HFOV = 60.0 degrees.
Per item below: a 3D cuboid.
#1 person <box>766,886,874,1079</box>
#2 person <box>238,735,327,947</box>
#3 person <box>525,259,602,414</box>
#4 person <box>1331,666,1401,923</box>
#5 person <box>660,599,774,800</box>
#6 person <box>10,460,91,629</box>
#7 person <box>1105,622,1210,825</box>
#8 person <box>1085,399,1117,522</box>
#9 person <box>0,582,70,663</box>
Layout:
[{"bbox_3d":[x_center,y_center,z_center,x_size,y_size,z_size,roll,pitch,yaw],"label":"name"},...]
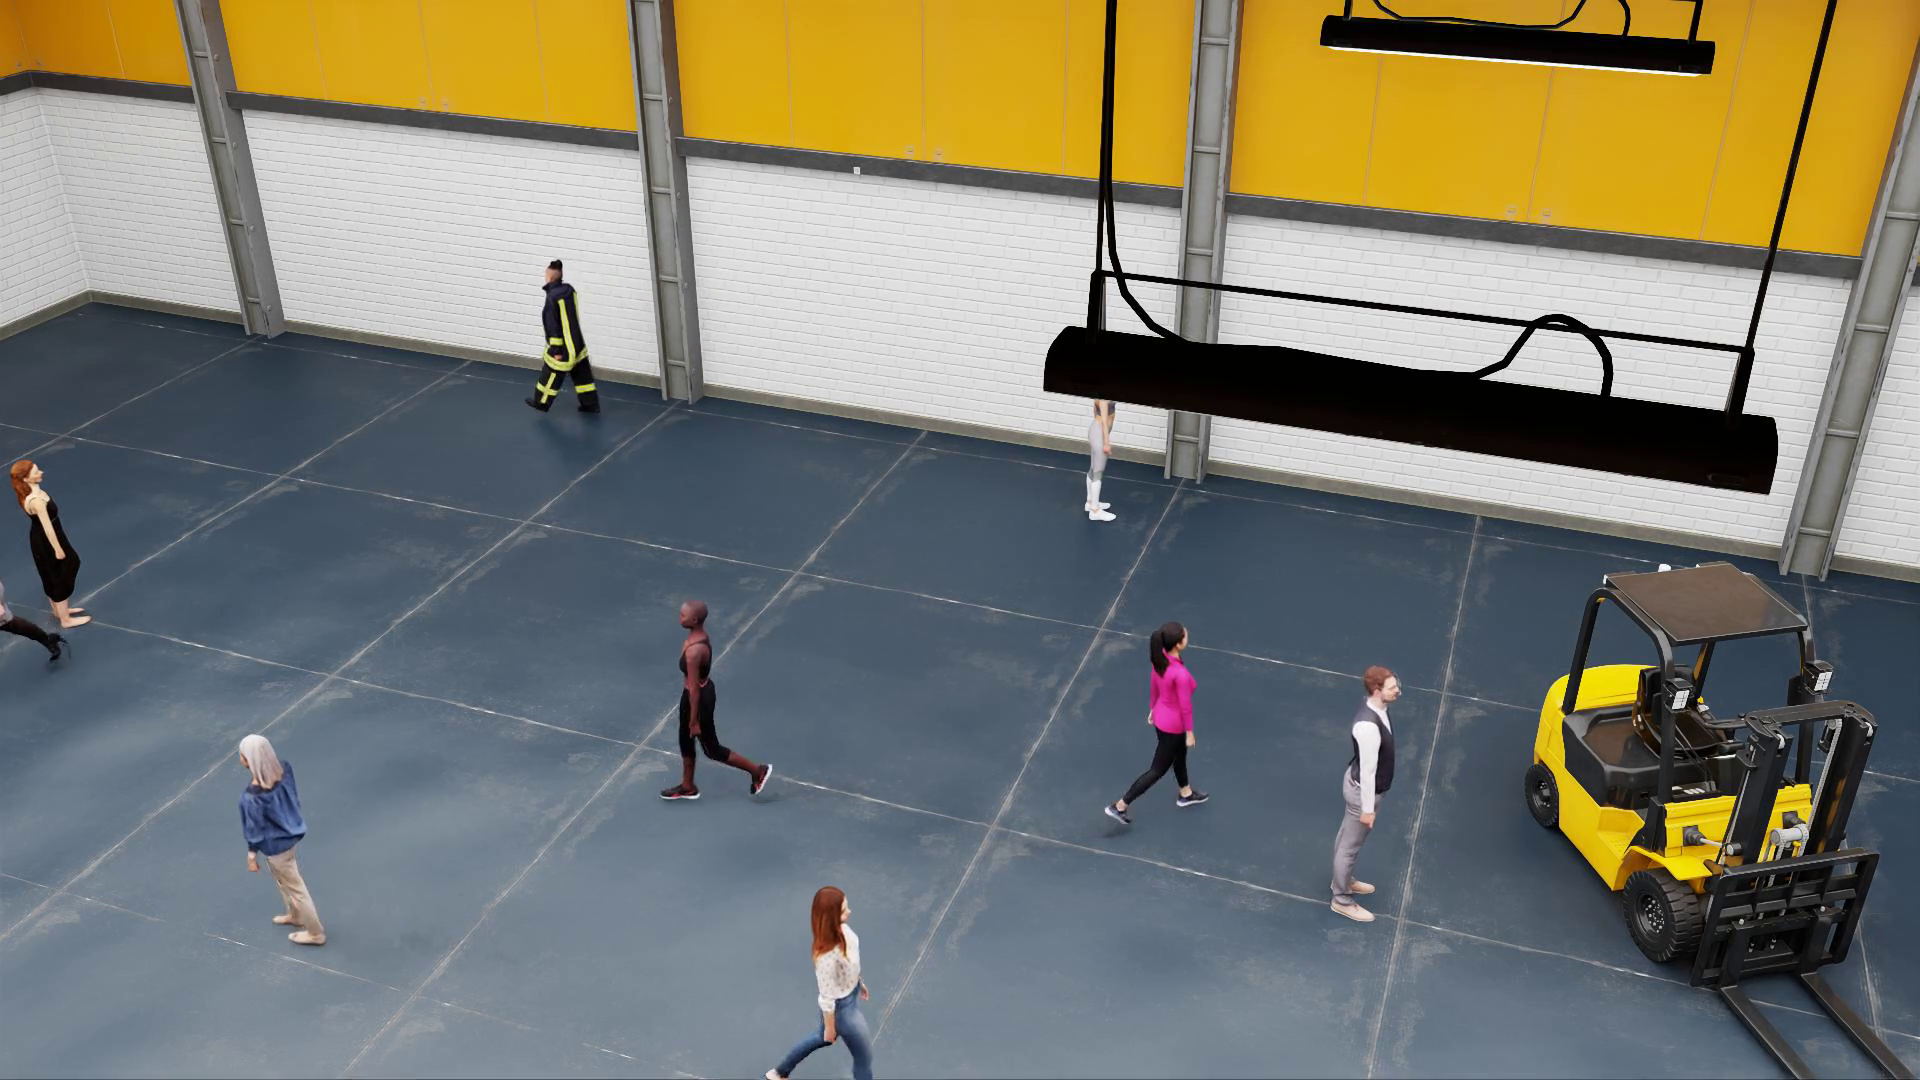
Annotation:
[{"bbox_3d":[-0.788,2.689,9.698,1.156,1.702,0.821,0,29,0],"label":"person"},{"bbox_3d":[-4.400,2.002,10.974,0.731,1.687,0.691,4,29,7],"label":"person"},{"bbox_3d":[-4.346,-2.221,18.568,1.049,1.829,0.764,10,30,17],"label":"person"},{"bbox_3d":[2.741,1.680,11.302,0.570,1.938,0.666,8,30,14],"label":"person"},{"bbox_3d":[-1.835,1.229,12.346,1.172,1.731,0.924,-3,29,-5],"label":"person"},{"bbox_3d":[-8.056,0.024,14.669,0.734,1.622,0.656,-19,34,-31],"label":"person"},{"bbox_3d":[1.450,1.377,12.143,1.178,1.665,1.037,-9,30,-16],"label":"person"},{"bbox_3d":[1.384,-1.022,16.501,0.663,1.703,0.643,-3,29,-5],"label":"person"},{"bbox_3d":[-7.975,0.466,13.751,1.036,1.725,1.164,-25,37,-38],"label":"person"}]
